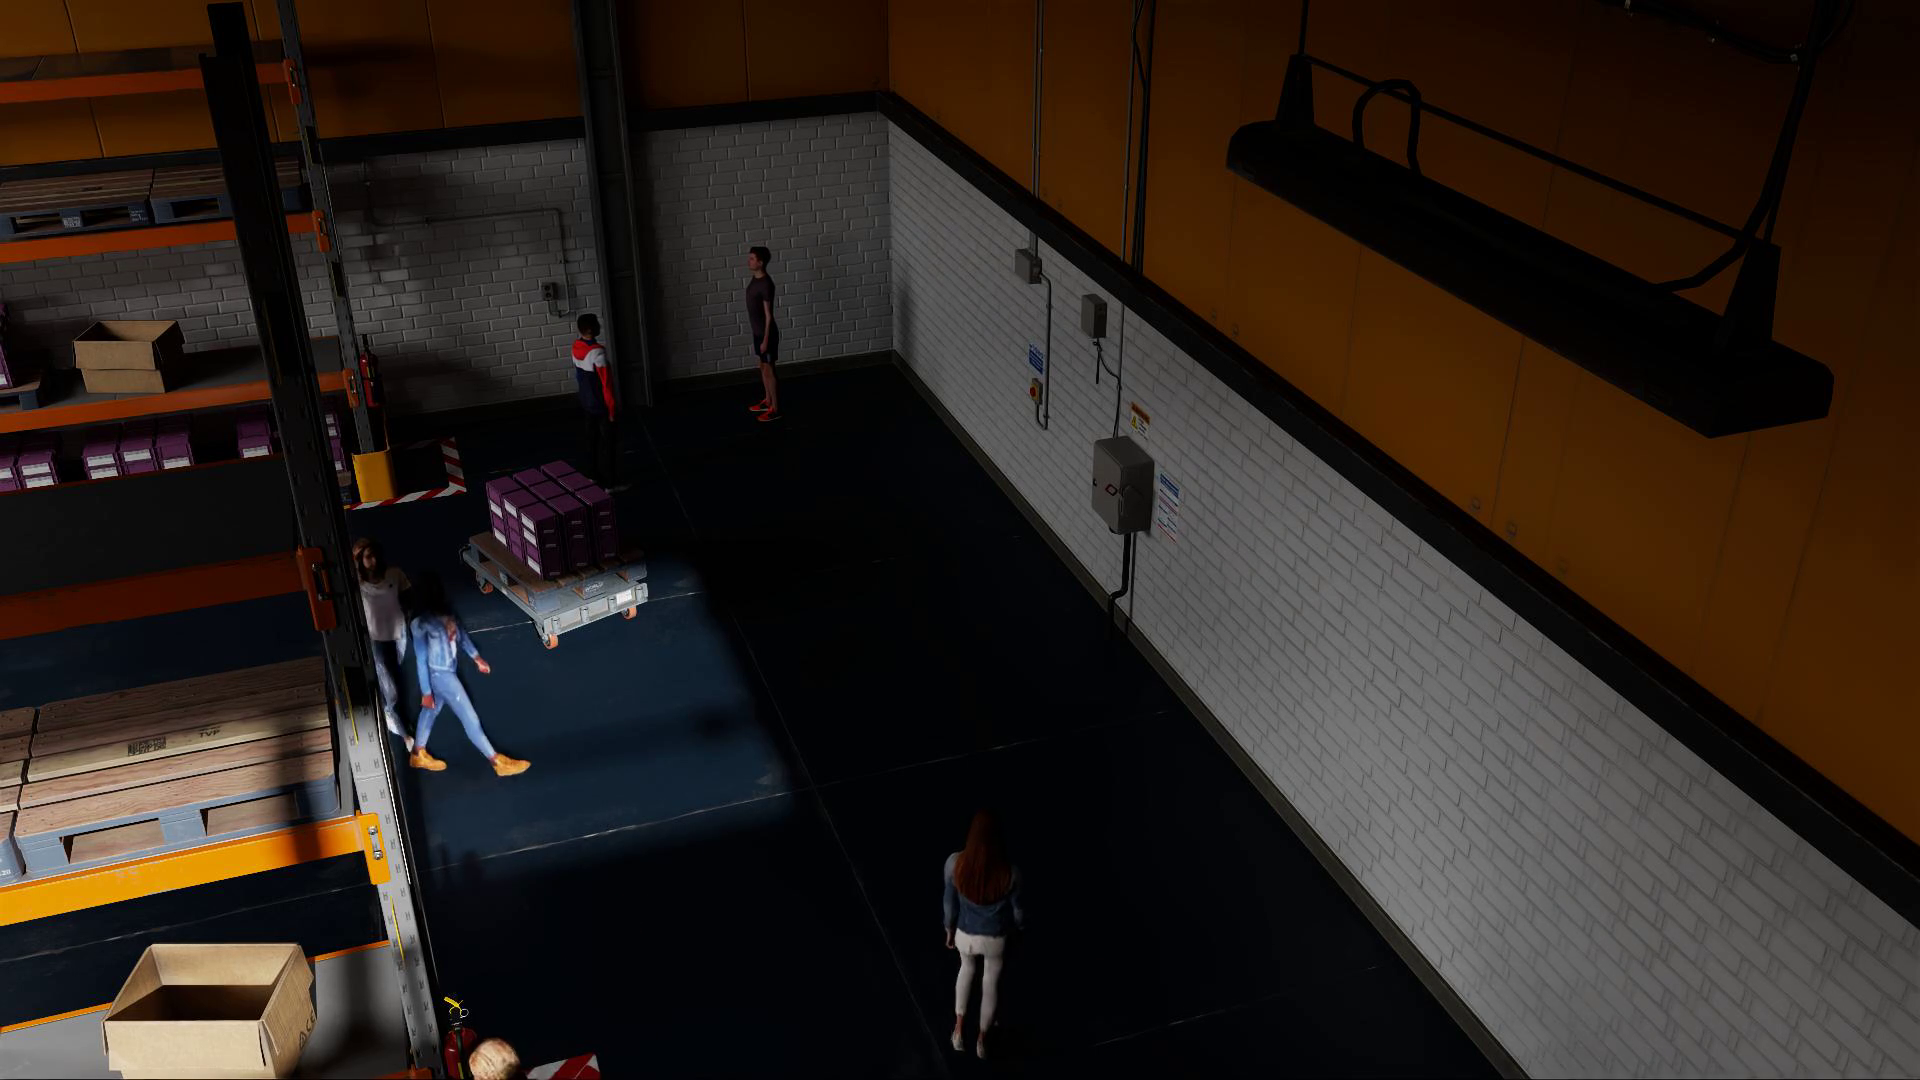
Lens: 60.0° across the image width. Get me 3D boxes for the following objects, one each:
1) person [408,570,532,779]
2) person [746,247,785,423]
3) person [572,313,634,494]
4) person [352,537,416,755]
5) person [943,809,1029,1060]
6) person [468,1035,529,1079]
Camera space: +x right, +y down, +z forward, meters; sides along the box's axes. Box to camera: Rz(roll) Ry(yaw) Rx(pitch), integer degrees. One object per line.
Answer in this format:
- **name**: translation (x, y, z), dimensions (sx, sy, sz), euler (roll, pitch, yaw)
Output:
- **person**: translation (-3.713, 0.962, 11.625), dimensions (1.238, 1.672, 0.927), euler (1, 29, 1)
- **person**: translation (-2.008, -2.134, 17.111), dimensions (0.522, 1.853, 0.639), euler (-9, 30, -17)
- **person**: translation (-3.424, -1.296, 15.676), dimensions (0.714, 1.756, 0.698), euler (25, 37, 38)
- **person**: translation (-4.223, 0.707, 12.068), dimensions (0.949, 1.695, 0.986), euler (23, 36, 35)
- **person**: translation (0.114, 2.259, 9.227), dimensions (0.738, 1.691, 0.809), euler (9, 30, 15)
- **person**: translation (-1.939, 2.958, 7.823), dimensions (0.736, 1.809, 0.774), euler (16, 33, 27)
